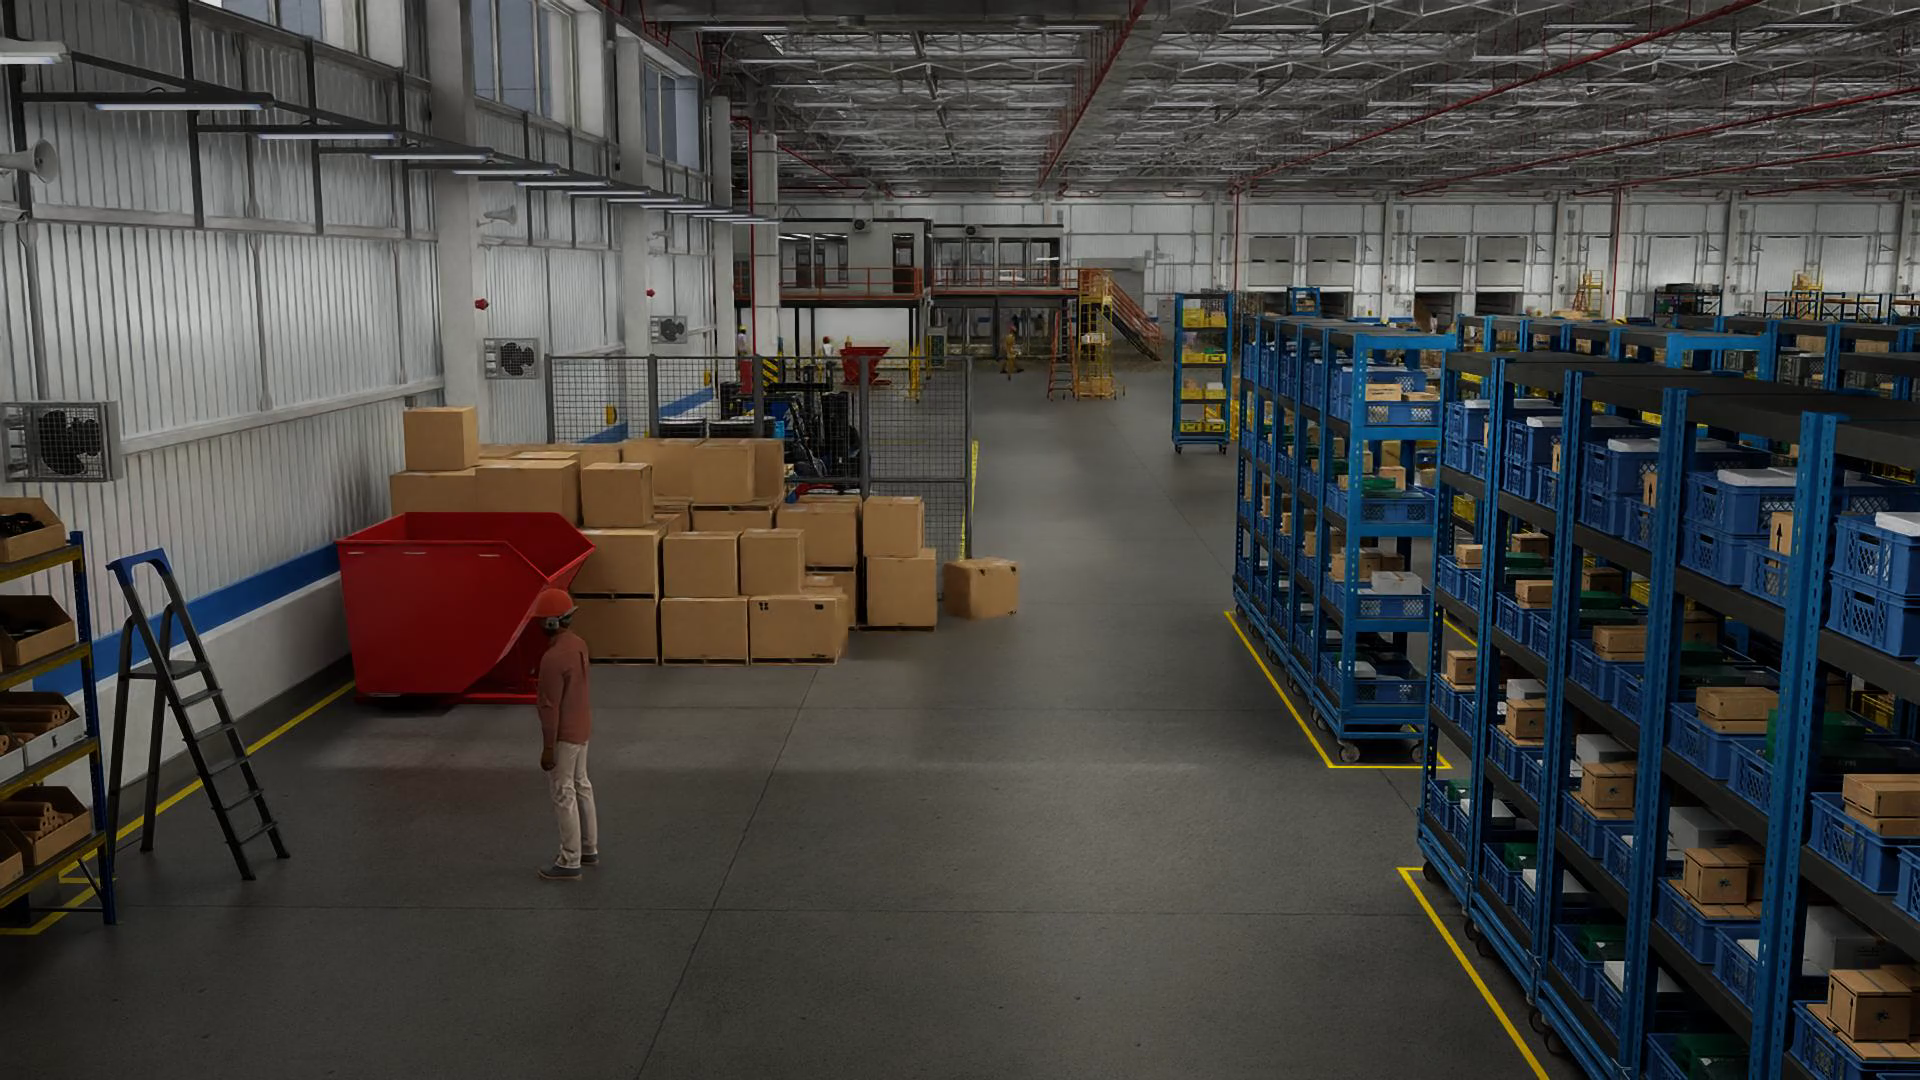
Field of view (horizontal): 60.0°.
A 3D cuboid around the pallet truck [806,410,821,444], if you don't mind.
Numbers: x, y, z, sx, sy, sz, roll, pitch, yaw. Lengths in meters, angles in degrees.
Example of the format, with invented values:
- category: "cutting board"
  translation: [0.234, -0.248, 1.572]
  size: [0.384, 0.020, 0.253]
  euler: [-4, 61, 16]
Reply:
- category: "pallet truck"
  translation: [-3.559, -2.018, 33.905]
  size: [1.522, 1.261, 0.704]
  euler: [0, 9, -1]

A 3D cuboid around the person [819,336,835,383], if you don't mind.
- category: "person"
  translation: [-4.593, -6.141, 57.643]
  size: [0.576, 1.856, 0.862]
  euler: [-5, 10, -28]

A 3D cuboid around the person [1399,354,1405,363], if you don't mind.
- category: "person"
  translation: [11.945, -4.101, 44.972]
  size: [0.516, 1.871, 0.325]
  euler: [-4, 10, -25]

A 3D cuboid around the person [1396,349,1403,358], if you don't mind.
- category: "person"
  translation: [14.738, -5.725, 55.404]
  size: [0.714, 1.738, 0.524]
  euler: [3, 10, 16]

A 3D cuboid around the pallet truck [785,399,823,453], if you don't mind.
- category: "pallet truck"
  translation: [-3.814, -2.432, 36.419]
  size: [1.630, 1.274, 0.653]
  euler: [0, 9, 1]

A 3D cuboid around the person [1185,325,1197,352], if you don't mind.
- category: "person"
  translation: [9.837, -8.377, 70.877]
  size: [0.517, 2.029, 0.610]
  euler: [-8, 12, -41]

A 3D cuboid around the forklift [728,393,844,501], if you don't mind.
- category: "forklift"
  translation: [-2.979, -1.316, 26.476]
  size: [2.680, 1.987, 1.157]
  euler: [0, 9, 1]

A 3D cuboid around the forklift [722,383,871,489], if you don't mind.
- category: "forklift"
  translation: [-2.893, -1.687, 28.729]
  size: [2.680, 1.987, 1.157]
  euler: [0, 9, -1]

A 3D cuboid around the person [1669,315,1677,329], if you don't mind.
- category: "person"
  translation: [36.757, -10.684, 85.696]
  size: [0.909, 1.841, 0.526]
  euler: [-4, 10, -24]

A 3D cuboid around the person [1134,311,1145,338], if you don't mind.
- category: "person"
  translation: [9.733, -11.441, 90.180]
  size: [0.571, 1.882, 0.979]
  euler: [-5, 10, -26]

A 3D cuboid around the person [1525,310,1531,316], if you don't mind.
- category: "person"
  translation: [30.674, -11.447, 89.942]
  size: [0.432, 1.977, 0.640]
  euler: [6, 11, 34]

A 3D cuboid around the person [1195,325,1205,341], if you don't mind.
- category: "person"
  translation: [14.038, -12.617, 97.303]
  size: [0.786, 1.941, 0.631]
  euler: [1, 9, 8]

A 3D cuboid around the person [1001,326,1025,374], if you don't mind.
- category: "person"
  translation: [2.099, -7.570, 66.344]
  size: [1.012, 1.888, 0.546]
  euler: [-2, 9, -12]

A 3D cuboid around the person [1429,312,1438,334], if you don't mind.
- category: "person"
  translation: [25.749, -11.456, 90.427]
  size: [0.430, 1.845, 0.621]
  euler: [8, 12, 42]

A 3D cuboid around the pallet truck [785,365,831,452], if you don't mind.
- category: "pallet truck"
  translation: [-3.774, -2.976, 37.635]
  size: [1.885, 1.965, 0.823]
  euler: [1, 9, 5]

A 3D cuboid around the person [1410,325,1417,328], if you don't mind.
- category: "person"
  translation: [17.309, -7.228, 63.734]
  size: [0.537, 2.000, 0.678]
  euler: [0, 9, 1]

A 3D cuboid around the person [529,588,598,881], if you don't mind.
- category: "person"
  translation: [-2.693, 1.308, 11.266]
  size: [0.400, 1.987, 0.608]
  euler: [1, 9, 6]

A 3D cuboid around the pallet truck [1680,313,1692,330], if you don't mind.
- category: "pallet truck"
  translation: [36.315, -10.531, 84.244]
  size: [0.823, 1.965, 1.885]
  euler: [-6, 11, -33]

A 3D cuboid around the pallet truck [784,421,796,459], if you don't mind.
- category: "pallet truck"
  translation: [-4.013, -1.793, 32.705]
  size: [1.601, 1.201, 0.680]
  euler: [0, 9, 1]

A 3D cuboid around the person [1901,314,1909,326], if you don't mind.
- category: "person"
  translation: [52.587, -11.700, 92.385]
  size: [0.907, 1.692, 0.505]
  euler: [-7, 12, -39]

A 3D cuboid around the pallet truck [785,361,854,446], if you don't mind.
- category: "pallet truck"
  translation: [-3.410, -3.193, 38.978]
  size: [1.885, 1.965, 0.823]
  euler: [0, 9, -1]

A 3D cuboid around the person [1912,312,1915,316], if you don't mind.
- category: "person"
  translation: [53.407, -11.894, 93.240]
  size: [0.955, 1.798, 0.512]
  euler: [-4, 10, -25]

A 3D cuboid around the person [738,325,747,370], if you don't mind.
- category: "person"
  translation: [-8.695, -7.651, 66.701]
  size: [0.385, 1.922, 0.594]
  euler: [-6, 11, -31]
